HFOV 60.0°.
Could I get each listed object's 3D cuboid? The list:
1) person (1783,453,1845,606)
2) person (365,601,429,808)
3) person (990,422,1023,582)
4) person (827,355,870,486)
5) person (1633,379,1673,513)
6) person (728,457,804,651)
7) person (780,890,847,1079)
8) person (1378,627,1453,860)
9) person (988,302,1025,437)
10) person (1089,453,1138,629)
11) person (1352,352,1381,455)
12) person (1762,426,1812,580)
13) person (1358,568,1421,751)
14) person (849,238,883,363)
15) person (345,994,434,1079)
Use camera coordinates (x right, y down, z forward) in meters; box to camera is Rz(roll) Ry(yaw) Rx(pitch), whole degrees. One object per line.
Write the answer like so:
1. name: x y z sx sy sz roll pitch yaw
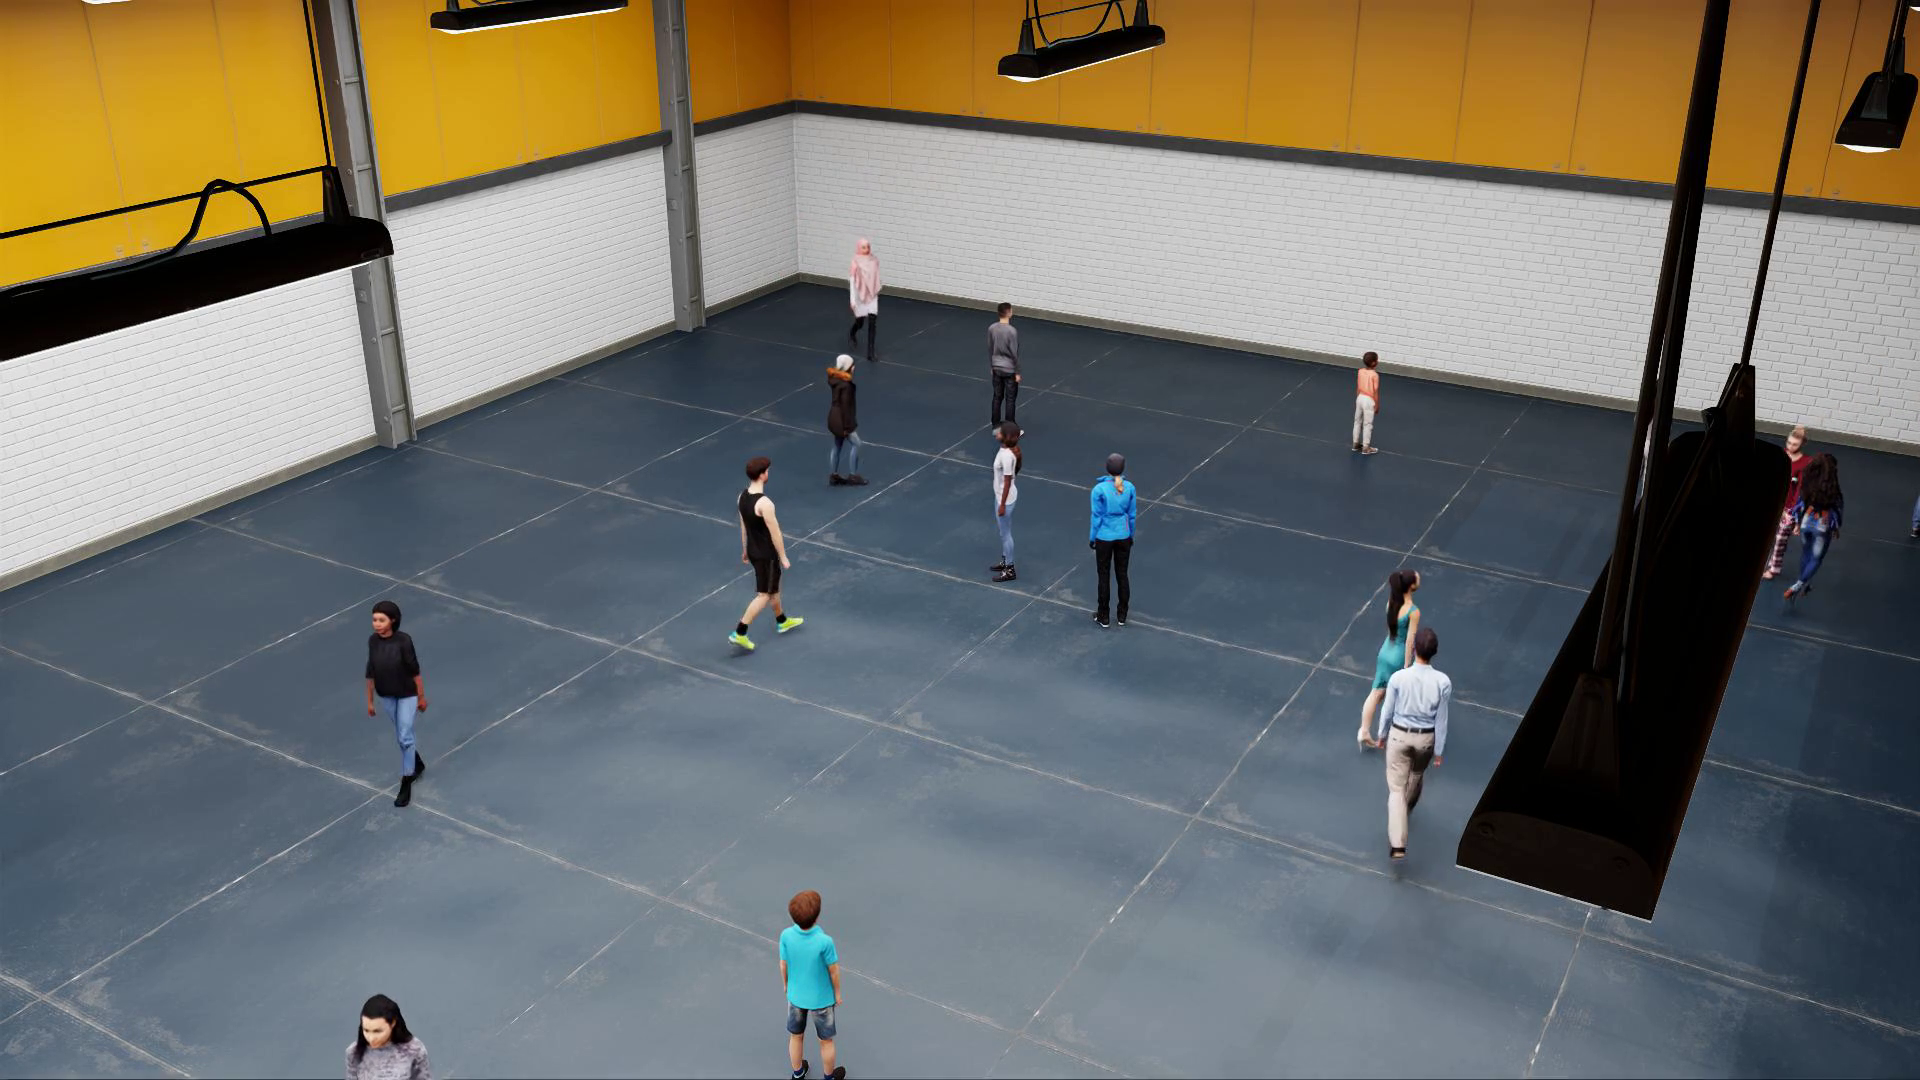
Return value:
1. person: 8.567 -0.082 16.678 1.078 1.596 0.877 -16 28 -32
2. person: -4.534 1.241 13.547 0.798 1.678 1.034 3 24 7
3. person: 0.468 -0.414 17.285 0.731 1.718 0.636 -1 24 -3
4. person: -1.457 -1.400 19.662 0.836 1.621 0.782 -11 26 -23
5. person: 7.742 -1.017 18.716 0.741 1.677 0.714 -12 26 -25
6. person: -1.910 0.154 15.802 1.236 1.864 0.995 -16 28 -32
7. person: -0.928 2.788 10.294 0.570 1.449 0.552 6 24 14
8. person: 3.424 1.576 12.614 0.964 1.813 1.315 3 24 7
9. person: 0.575 -2.177 21.263 0.630 1.761 0.561 16 28 32
10. person: 1.494 -0.002 16.246 0.685 1.795 0.728 -4 24 -10
11. person: 5.086 -1.730 20.804 0.581 1.310 0.558 -15 28 -31
12. person: 8.583 -0.381 17.241 0.758 1.693 0.729 -16 28 -32
13. person: 3.626 1.043 14.053 1.102 1.637 0.936 -11 26 -24
14. person: -1.422 -3.521 24.313 1.113 1.781 1.062 -12 26 -26
15. person: -3.059 3.159 9.117 0.982 1.712 1.140 -2 24 -3
